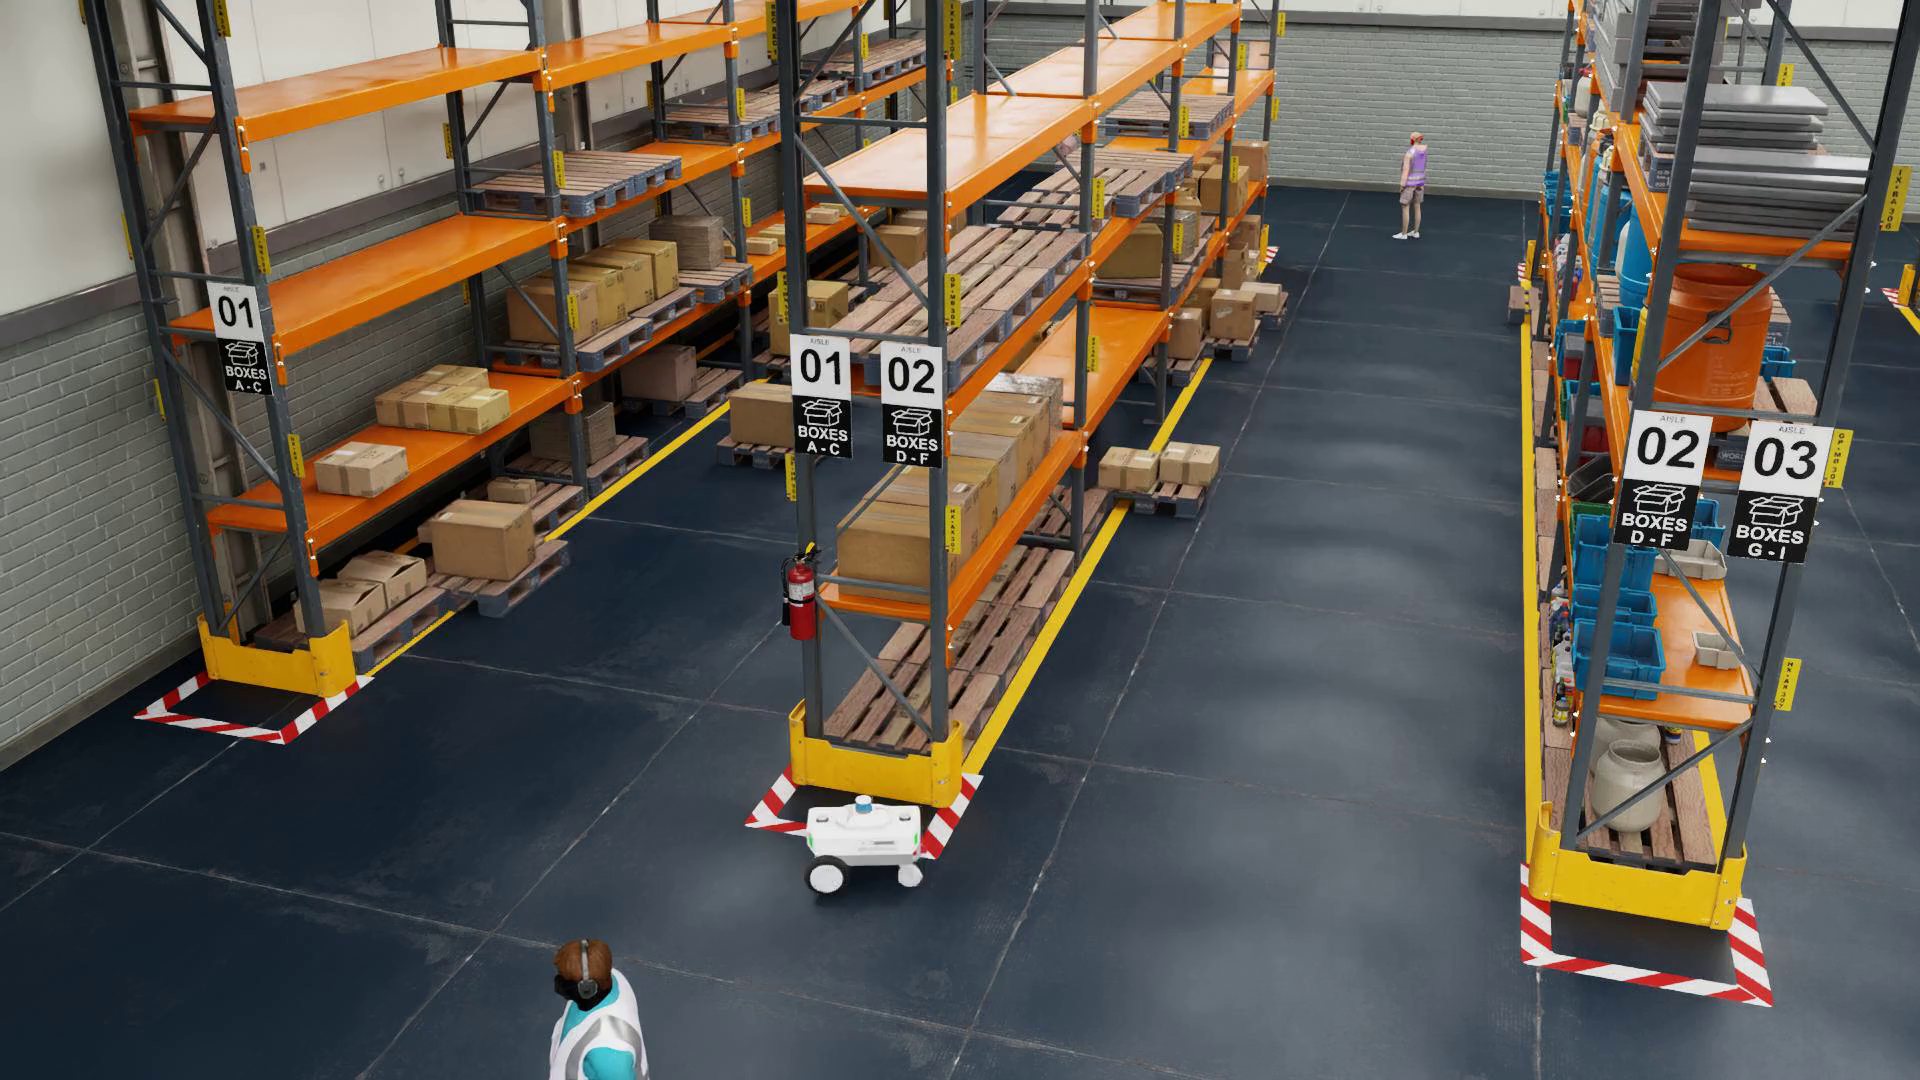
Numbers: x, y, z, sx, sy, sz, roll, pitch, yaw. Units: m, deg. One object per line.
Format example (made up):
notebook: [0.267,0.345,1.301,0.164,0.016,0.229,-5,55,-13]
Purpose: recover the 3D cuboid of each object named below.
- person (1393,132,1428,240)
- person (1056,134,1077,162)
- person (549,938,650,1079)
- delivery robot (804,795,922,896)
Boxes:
person: [7.181,-5.619,26.414,0.492,1.688,0.348,-14,27,-30]
person: [1.719,-5.919,26.963,0.328,1.801,0.536,7,24,16]
person: [-1.570,2.530,7.322,0.431,1.844,0.622,-7,24,-15]
delivery robot: [-0.605,1.878,10.441,0.774,0.581,0.499,-1,23,-2]
